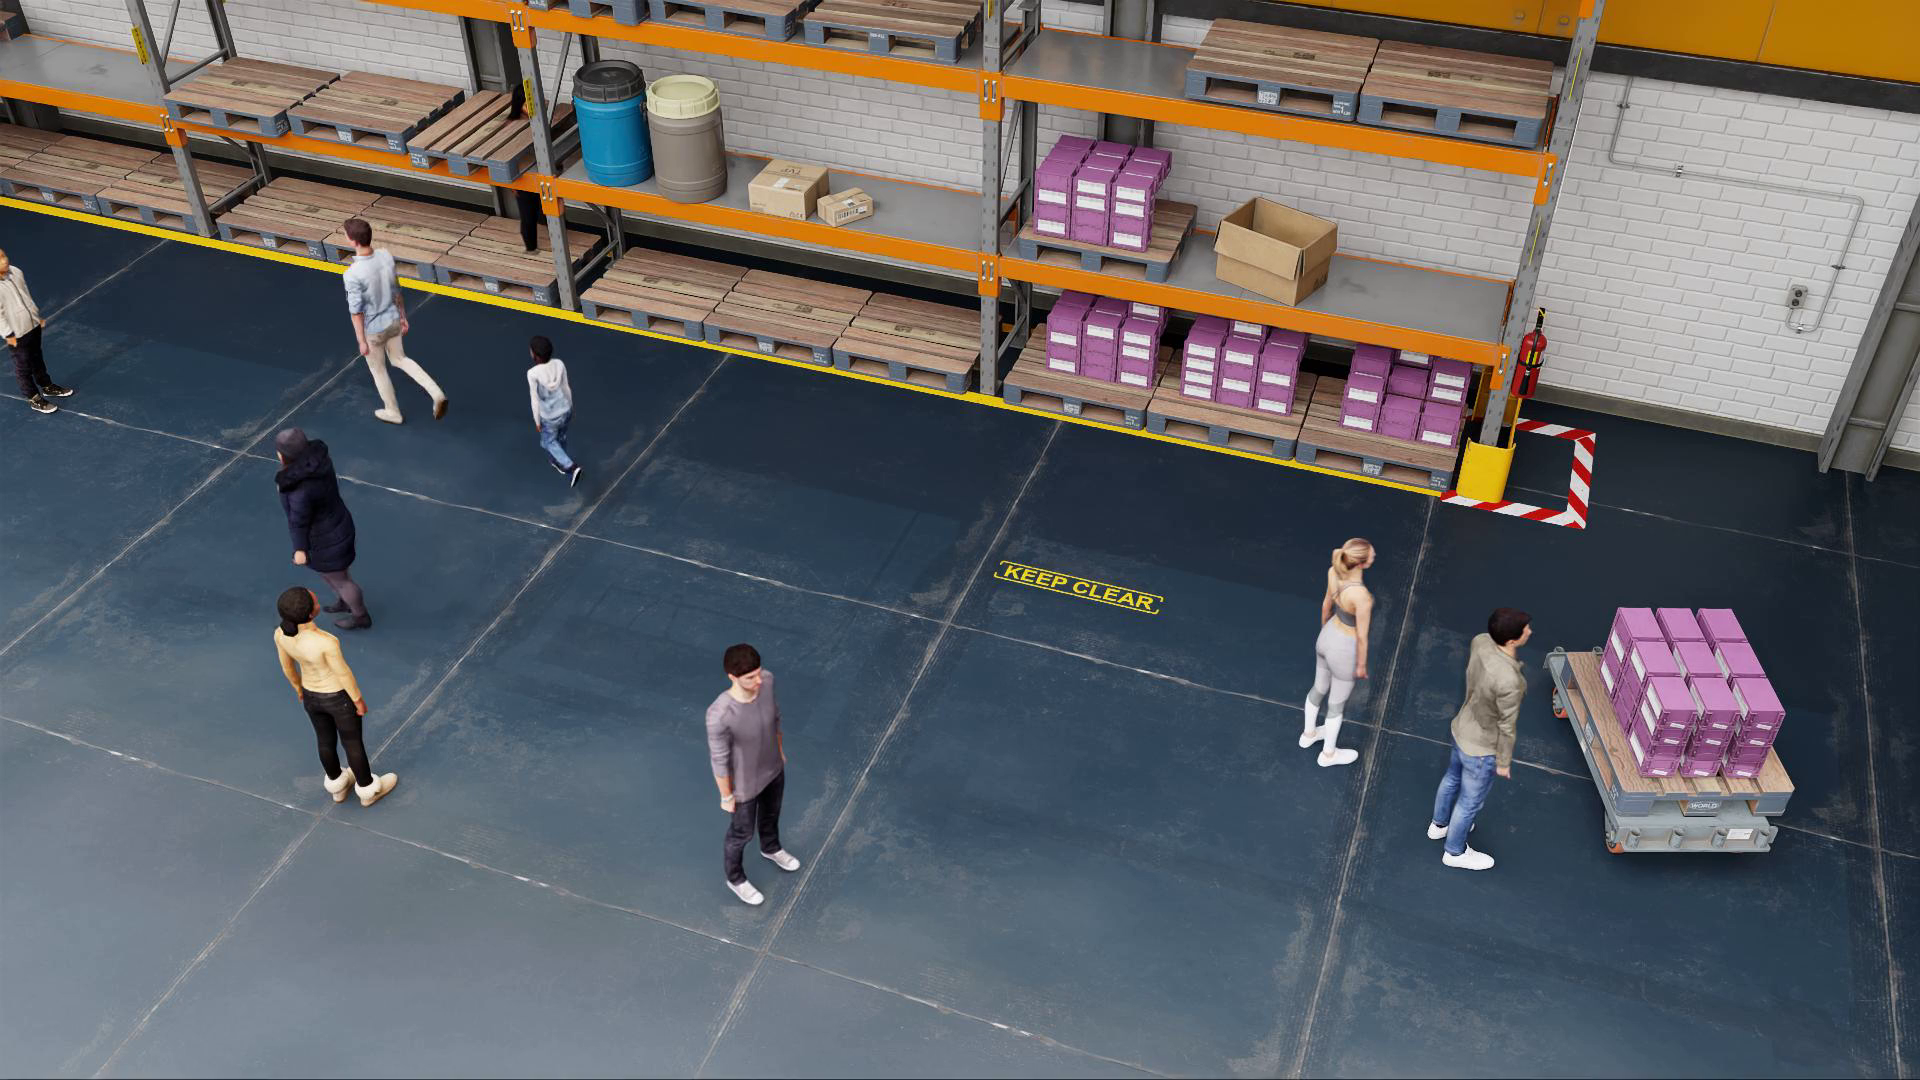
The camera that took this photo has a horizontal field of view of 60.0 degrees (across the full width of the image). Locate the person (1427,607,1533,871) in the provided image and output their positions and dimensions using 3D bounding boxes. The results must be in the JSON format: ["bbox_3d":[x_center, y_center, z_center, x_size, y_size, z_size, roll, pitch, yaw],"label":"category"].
[{"bbox_3d":[2.955,1.120,9.485,0.764,1.864,0.790,-3,39,-4],"label":"person"}]

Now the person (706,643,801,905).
[{"bbox_3d":[-1.178,1.277,9.303,0.649,1.847,0.726,25,45,28],"label":"person"}]

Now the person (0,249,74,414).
[{"bbox_3d":[-7.583,-1.730,13.382,0.581,1.455,0.622,5,39,6],"label":"person"}]

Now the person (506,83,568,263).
[{"bbox_3d":[-3.829,-3.284,15.042,0.778,1.812,0.824,-20,43,-23],"label":"person"}]

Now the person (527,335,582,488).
[{"bbox_3d":[-3.061,-0.960,12.586,0.667,1.245,0.820,-30,48,-32],"label":"person"}]

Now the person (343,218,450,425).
[{"bbox_3d":[-4.456,-1.645,12.975,0.987,1.831,0.717,17,42,20],"label":"person"}]

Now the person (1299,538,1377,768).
[{"bbox_3d":[2.315,0.674,10.174,0.714,1.703,0.659,-14,41,-17],"label":"person"}]

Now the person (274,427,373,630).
[{"bbox_3d":[-4.170,-0.051,11.111,0.783,1.666,0.769,-3,39,-4],"label":"person"}]

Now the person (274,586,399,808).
[{"bbox_3d":[-3.762,0.927,9.891,0.508,1.660,0.672,10,40,12],"label":"person"}]
